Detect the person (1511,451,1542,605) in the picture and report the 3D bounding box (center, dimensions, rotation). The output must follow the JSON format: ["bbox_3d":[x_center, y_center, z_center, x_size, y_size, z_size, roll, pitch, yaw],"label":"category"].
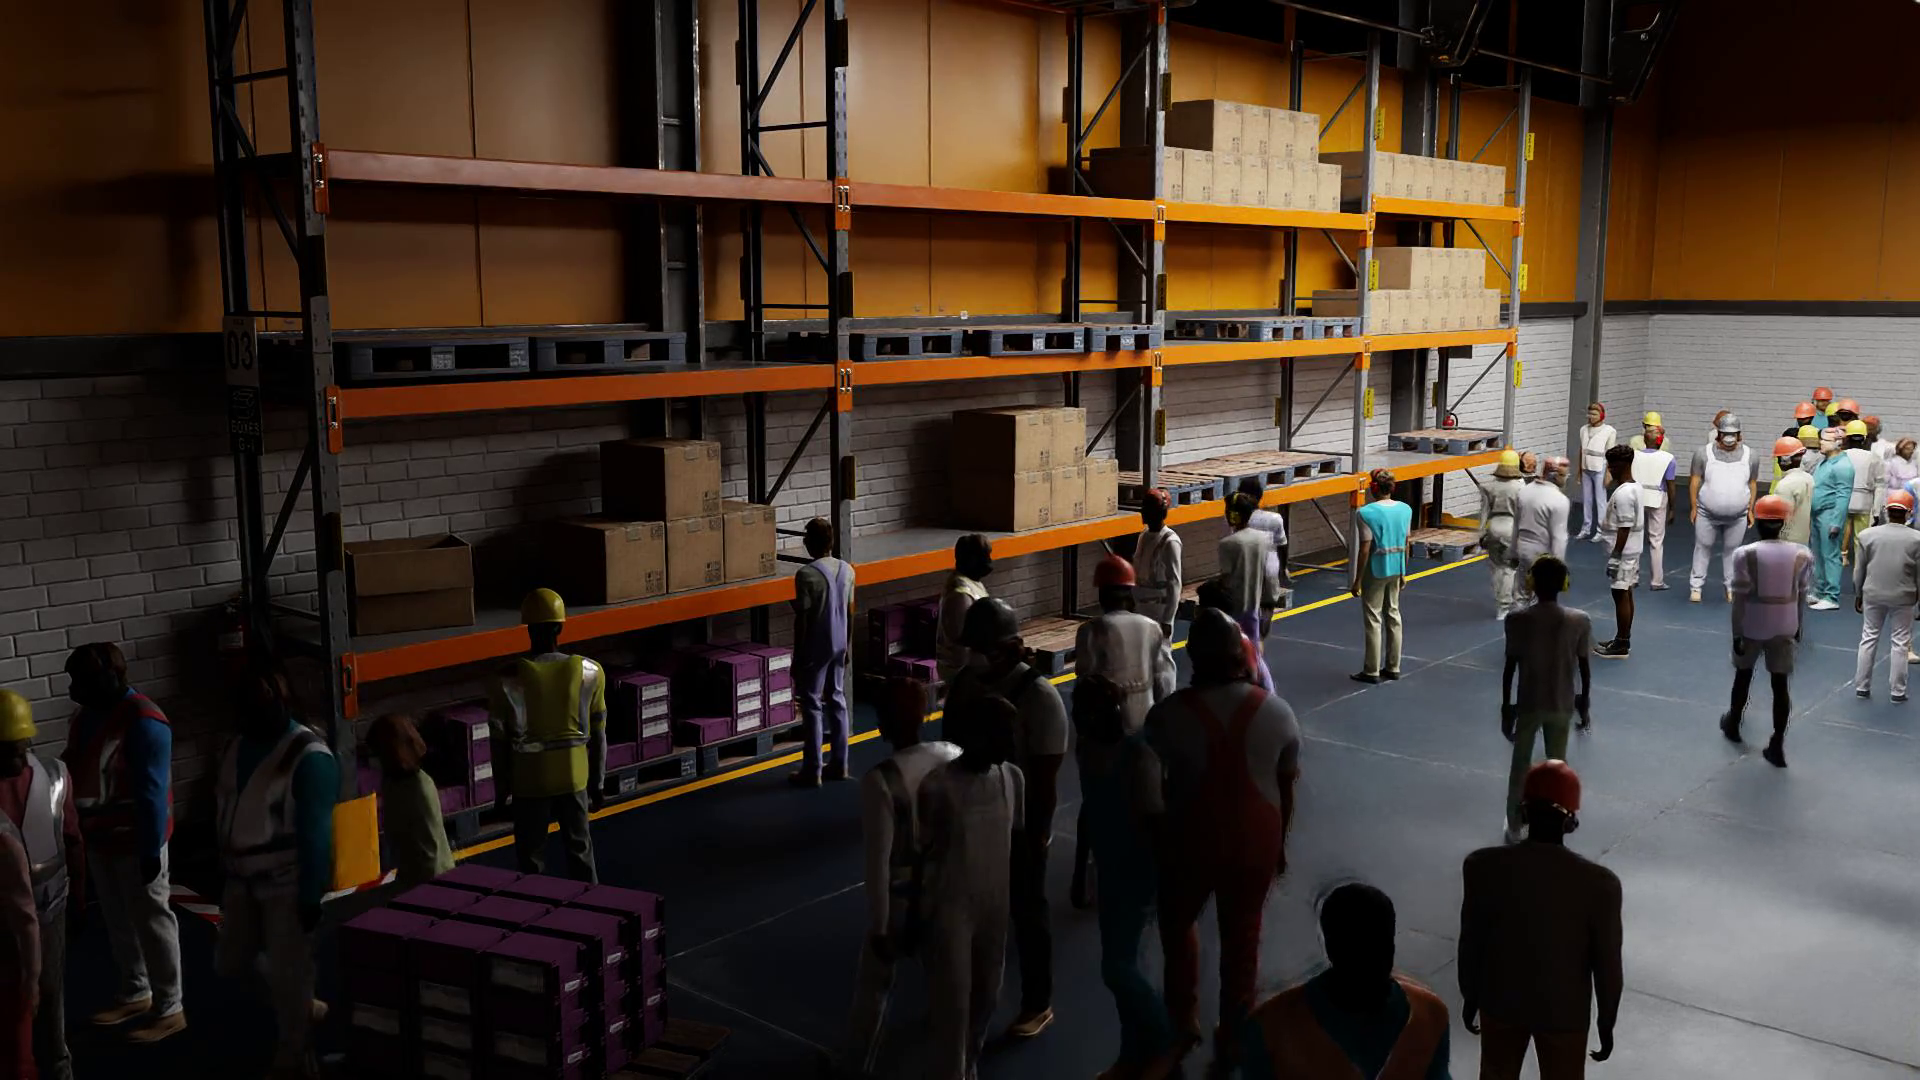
[{"bbox_3d":[5.998,-0.128,17.683,0.512,1.642,0.312,-6,11,-33],"label":"person"}]

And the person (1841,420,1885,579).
[{"bbox_3d":[9.785,-0.354,18.260,0.587,1.919,0.397,4,10,25],"label":"person"}]

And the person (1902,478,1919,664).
[{"bbox_3d":[8.718,0.115,14.883,0.602,2.035,0.415,1,9,9],"label":"person"}]

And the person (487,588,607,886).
[{"bbox_3d":[-2.054,1.192,8.310,0.581,1.918,0.404,-5,10,-30],"label":"person"}]

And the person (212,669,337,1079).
[{"bbox_3d":[-2.889,1.435,7.011,0.643,1.824,0.439,5,10,28],"label":"person"}]

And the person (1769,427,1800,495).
[{"bbox_3d":[9.957,-0.519,20.058,0.318,1.691,0.537,1,9,4],"label":"person"}]

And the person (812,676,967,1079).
[{"bbox_3d":[-0.251,1.450,6.830,0.594,1.849,0.778,-8,12,-42],"label":"person"}]

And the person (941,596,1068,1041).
[{"bbox_3d":[0.140,1.240,7.580,0.684,2.000,0.537,8,12,42],"label":"person"}]

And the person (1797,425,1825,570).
[{"bbox_3d":[10.009,-0.492,19.712,0.492,1.740,0.325,-5,10,-29],"label":"person"}]

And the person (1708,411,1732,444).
[{"bbox_3d":[10.671,-1.002,23.348,0.508,1.631,0.265,-5,10,-31],"label":"person"}]

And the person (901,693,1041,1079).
[{"bbox_3d":[0.037,1.507,6.699,0.564,1.798,0.670,-6,10,-33],"label":"person"}]

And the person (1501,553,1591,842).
[{"bbox_3d":[3.478,0.989,9.883,0.530,1.829,0.915,3,9,16],"label":"person"}]

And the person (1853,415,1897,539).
[{"bbox_3d":[11.013,-0.612,20.168,0.601,1.852,0.868,6,11,33],"label":"person"}]

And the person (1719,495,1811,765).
[{"bbox_3d":[5.839,0.615,12.087,0.568,1.890,0.980,2,9,10],"label":"person"}]

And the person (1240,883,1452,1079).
[{"bbox_3d":[1.052,1.810,4.467,0.611,1.865,0.998,-3,9,-17],"label":"person"}]

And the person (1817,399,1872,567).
[{"bbox_3d":[10.605,-0.684,20.038,0.613,2.031,0.403,5,10,31],"label":"person"}]

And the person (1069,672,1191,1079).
[{"bbox_3d":[0.661,1.443,7.008,0.430,1.809,0.562,-5,10,-28],"label":"person"}]

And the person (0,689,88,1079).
[{"bbox_3d":[-3.807,1.487,6.678,0.403,1.826,0.592,7,11,37],"label":"person"}]

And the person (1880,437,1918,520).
[{"bbox_3d":[11.144,-0.438,19.760,0.510,1.611,0.638,-1,9,-6],"label":"person"}]

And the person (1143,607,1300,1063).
[{"bbox_3d":[1.131,1.282,7.307,0.685,2.000,0.544,0,9,-1],"label":"person"}]

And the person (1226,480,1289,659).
[{"bbox_3d":[2.664,0.287,14.920,0.585,1.667,0.570,1,9,7],"label":"person"}]

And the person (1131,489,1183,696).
[{"bbox_3d":[1.463,0.545,12.563,0.351,1.884,0.581,-3,9,-20],"label":"person"}]

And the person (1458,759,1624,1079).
[{"bbox_3d":[2.072,1.641,5.955,0.568,1.743,0.349,5,10,29],"label":"person"}]

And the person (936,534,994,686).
[{"bbox_3d":[0.062,0.868,10.658,0.430,1.837,0.631,1,9,4],"label":"person"}]

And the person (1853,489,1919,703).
[{"bbox_3d":[7.614,0.454,13.605,0.567,1.743,0.350,8,12,41],"label":"person"}]

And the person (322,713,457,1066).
[{"bbox_3d":[-2.395,1.519,7.250,0.812,1.573,0.522,-8,12,-41],"label":"person"}]

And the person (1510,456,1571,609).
[{"bbox_3d":[5.216,0.178,14.944,0.411,1.888,0.719,-2,9,-15],"label":"person"}]

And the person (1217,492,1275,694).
[{"bbox_3d":[2.189,0.532,12.855,0.518,1.822,0.878,-3,9,-21],"label":"person"}]

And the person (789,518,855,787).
[{"bbox_3d":[-0.934,0.762,11.345,0.350,1.835,0.519,8,12,41],"label":"person"}]

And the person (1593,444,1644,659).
[{"bbox_3d":[6.023,0.102,15.180,0.379,1.959,0.603,5,10,30],"label":"person"}]

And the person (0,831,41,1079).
[{"bbox_3d":[-3.634,1.621,6.065,0.565,1.749,0.390,1,9,4],"label":"person"}]

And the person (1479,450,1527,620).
[{"bbox_3d":[5.572,-0.056,16.932,0.517,1.726,0.461,6,11,34],"label":"person"}]

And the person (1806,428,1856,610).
[{"bbox_3d":[9.083,-0.225,17.445,0.409,1.913,0.648,1,9,8],"label":"person"}]

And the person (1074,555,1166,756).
[{"bbox_3d":[0.927,1.047,9.351,0.548,1.905,0.745,-5,10,-30],"label":"person"}]

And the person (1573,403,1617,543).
[{"bbox_3d":[8.404,-0.889,21.963,0.388,1.837,0.561,-4,10,-25],"label":"person"}]

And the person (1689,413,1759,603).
[{"bbox_3d":[8.136,-0.333,17.723,0.673,2.000,0.535,2,9,15],"label":"person"}]

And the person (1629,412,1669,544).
[{"bbox_3d":[8.921,-0.787,21.559,0.525,1.760,0.341,0,9,2],"label":"person"}]

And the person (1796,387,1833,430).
[{"bbox_3d":[11.753,-1.100,22.809,0.612,1.997,0.375,1,9,7],"label":"person"}]

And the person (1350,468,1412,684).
[{"bbox_3d":[3.604,0.309,14.210,0.573,1.843,0.374,-5,10,-29],"label":"person"}]

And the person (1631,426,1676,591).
[{"bbox_3d":[7.646,-0.349,18.478,0.563,1.837,0.388,8,12,42],"label":"person"}]

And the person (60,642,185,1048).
[{"bbox_3d":[-3.798,1.356,7.528,0.631,1.833,0.430,6,11,34],"label":"person"}]

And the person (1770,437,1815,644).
[{"bbox_3d":[7.756,0.022,15.616,0.611,1.985,0.393,-8,12,-43],"label":"person"}]
